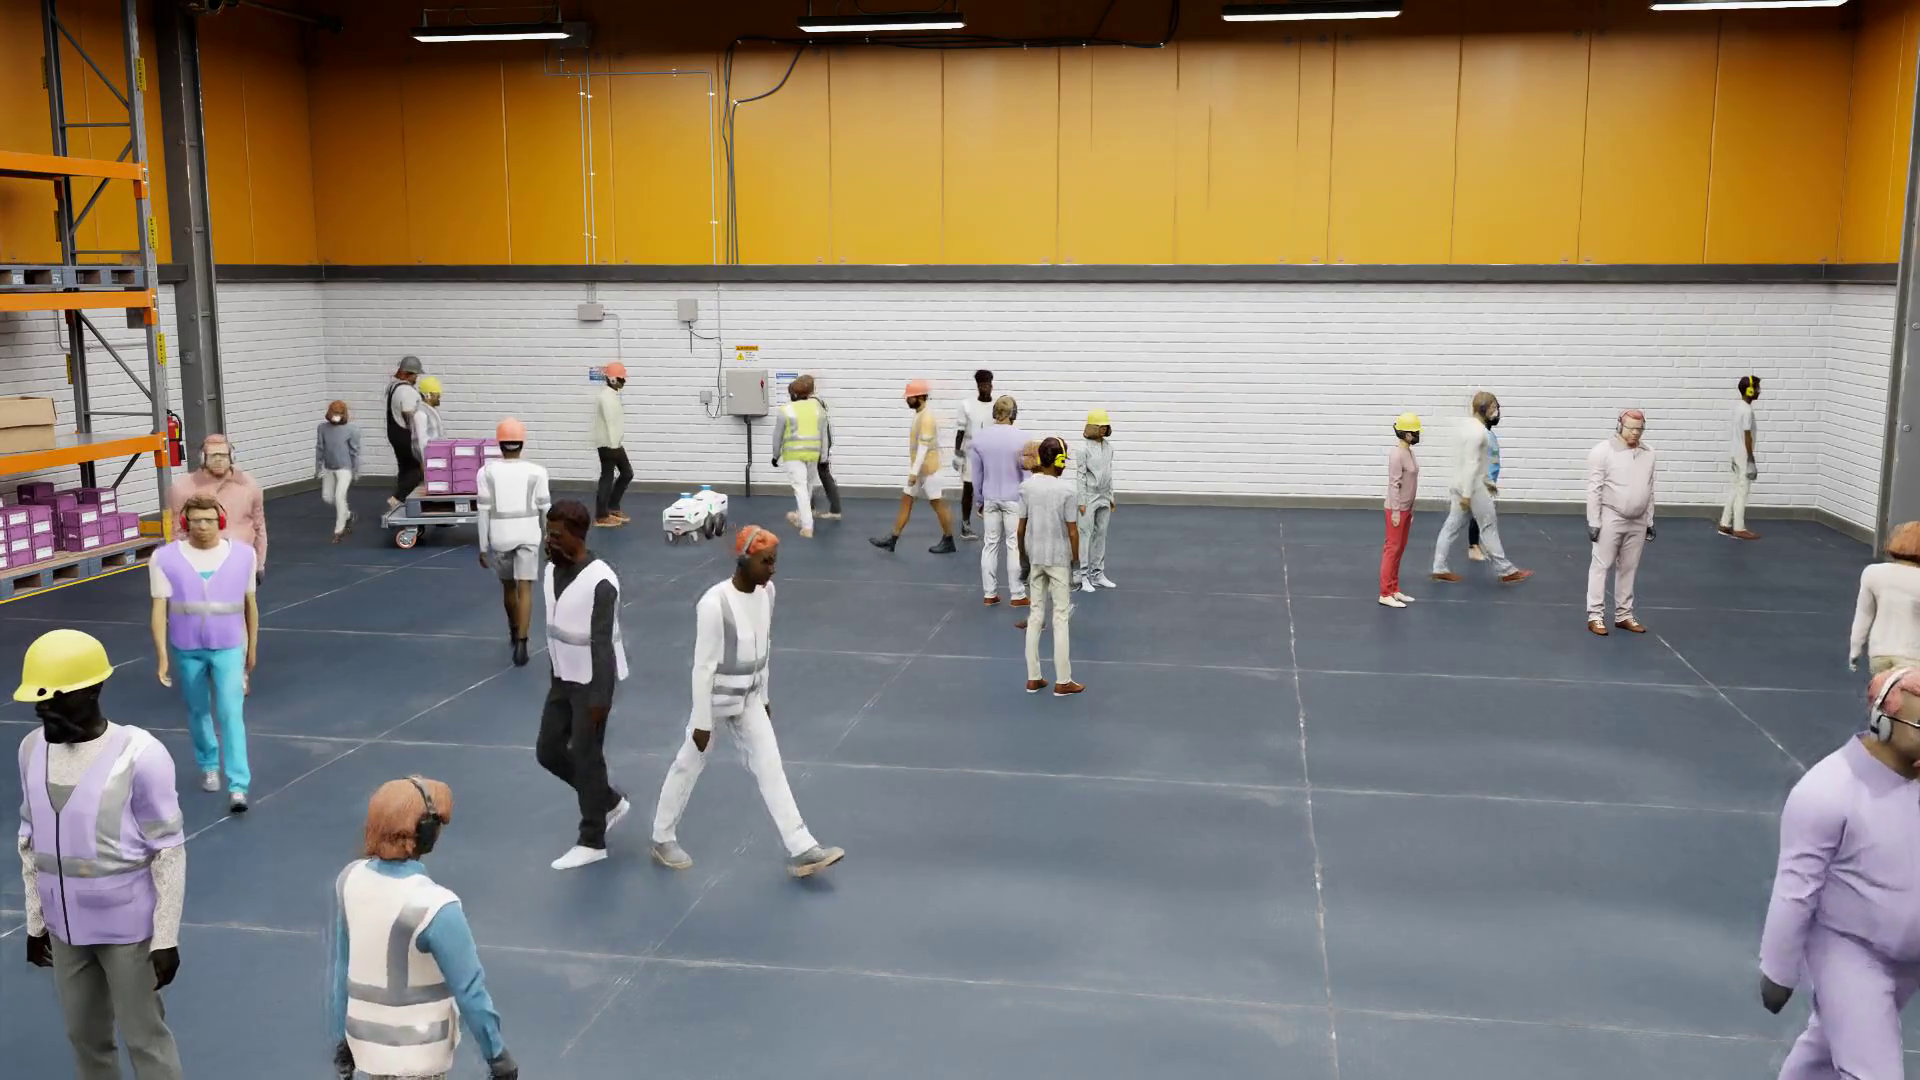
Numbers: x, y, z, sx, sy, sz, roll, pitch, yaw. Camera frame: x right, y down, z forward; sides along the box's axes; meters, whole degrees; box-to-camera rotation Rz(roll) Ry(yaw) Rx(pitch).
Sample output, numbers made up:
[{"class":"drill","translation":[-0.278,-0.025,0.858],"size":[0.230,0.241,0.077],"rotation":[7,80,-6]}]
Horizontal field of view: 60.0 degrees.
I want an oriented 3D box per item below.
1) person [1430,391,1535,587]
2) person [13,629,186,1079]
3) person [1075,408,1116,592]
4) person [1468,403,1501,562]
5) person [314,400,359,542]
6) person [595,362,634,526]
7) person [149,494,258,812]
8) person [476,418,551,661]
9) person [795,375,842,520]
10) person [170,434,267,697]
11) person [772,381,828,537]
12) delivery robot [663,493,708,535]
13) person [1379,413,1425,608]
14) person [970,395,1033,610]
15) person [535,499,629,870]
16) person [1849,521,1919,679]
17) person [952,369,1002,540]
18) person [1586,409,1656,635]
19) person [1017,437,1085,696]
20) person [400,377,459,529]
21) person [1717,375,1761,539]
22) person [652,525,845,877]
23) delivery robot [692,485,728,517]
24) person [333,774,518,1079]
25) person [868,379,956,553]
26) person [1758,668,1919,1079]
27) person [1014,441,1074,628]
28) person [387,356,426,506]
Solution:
[{"class":"person","translation":[5.059,-0.487,16.023],"size":[1.003,1.888,0.651],"rotation":[1,9,9]},{"class":"person","translation":[-2.775,1.223,5.343],"size":[0.594,1.922,0.386],"rotation":[3,10,17]},{"class":"person","translation":[1.307,-0.385,15.876],"size":[0.490,1.744,0.295],"rotation":[-9,13,-44]},{"class":"person","translation":[5.536,-0.627,17.555],"size":[0.317,1.692,0.579],"rotation":[4,10,22]},{"class":"person","translation":[-7.010,-0.798,18.831],"size":[0.533,1.613,0.509],"rotation":[2,9,11]},{"class":"person","translation":[-4.141,-1.138,19.847],"size":[0.536,1.971,0.629],"rotation":[0,9,-2]},{"class":"person","translation":[-4.261,0.627,9.445],"size":[0.567,1.794,0.987],"rotation":[-4,10,-26]},{"class":"person","translation":[-3.513,-0.016,13.152],"size":[0.561,1.885,1.024],"rotation":[-2,9,-11]},{"class":"person","translation":[-1.771,-1.106,20.230],"size":[0.707,1.795,0.516],"rotation":[2,9,10]},{"class":"person","translation":[-5.389,0.155,12.125],"size":[0.646,1.881,0.868],"rotation":[-4,10,-25]},{"class":"person","translation":[-1.873,-0.953,19.319],"size":[0.608,1.778,0.961],"rotation":[-6,11,-33]},{"class":"delivery robot","translation":[-3.075,-0.284,18.636],"size":[0.477,0.478,0.707],"rotation":[1,9,7]},{"class":"person","translation":[4.036,-0.276,15.134],"size":[0.328,1.767,0.532],"rotation":[5,10,29]},{"class":"person","translation":[0.401,-0.337,14.993],"size":[0.628,1.935,0.373],"rotation":[4,10,26]},{"class":"person","translation":[-1.936,0.730,8.487],"size":[0.433,1.905,0.594],"rotation":[-8,12,-42]},{"class":"person","translation":[5.546,0.680,9.704],"size":[0.809,1.592,0.532],"rotation":[-6,11,-33]},{"class":"person","translation":[0.244,-0.964,18.849],"size":[0.687,1.956,0.442],"rotation":[1,9,5]},{"class":"person","translation":[5.563,-0.152,13.951],"size":[0.639,1.902,0.406],"rotation":[-2,9,-15]},{"class":"person","translation":[0.651,0.187,11.958],"size":[0.519,1.865,0.331],"rotation":[6,11,33]},{"class":"person","translation":[-6.287,-1.019,19.595],"size":[0.614,1.813,0.621],"rotation":[-1,9,-4]},{"class":"person","translation":[8.946,-0.941,18.957],"size":[0.346,1.876,0.536],"rotation":[2,9,10]},{"class":"person","translation":[-1.119,0.812,8.338],"size":[1.131,1.783,0.590],"rotation":[5,11,31]},{"class":"delivery robot","translation":[-2.943,-0.397,19.336],"size":[0.477,0.478,0.707],"rotation":[1,9,7]},{"class":"person","translation":[-1.535,1.465,4.819],"size":[0.526,1.609,0.729],"rotation":[8,12,40]},{"class":"person","translation":[-0.480,-0.773,17.815],"size":[0.973,1.884,0.559],"rotation":[-3,10,-15]},{"class":"person","translation":[2.855,1.295,5.119],"size":[0.659,1.850,1.006],"rotation":[-4,10,-24]},{"class":"person","translation":[0.697,-0.019,13.970],"size":[0.492,1.621,0.511],"rotation":[4,10,23]},{"class":"person","translation":[-6.791,-1.283,20.528],"size":[0.551,2.000,0.769],"rotation":[-6,11,-34]}]
